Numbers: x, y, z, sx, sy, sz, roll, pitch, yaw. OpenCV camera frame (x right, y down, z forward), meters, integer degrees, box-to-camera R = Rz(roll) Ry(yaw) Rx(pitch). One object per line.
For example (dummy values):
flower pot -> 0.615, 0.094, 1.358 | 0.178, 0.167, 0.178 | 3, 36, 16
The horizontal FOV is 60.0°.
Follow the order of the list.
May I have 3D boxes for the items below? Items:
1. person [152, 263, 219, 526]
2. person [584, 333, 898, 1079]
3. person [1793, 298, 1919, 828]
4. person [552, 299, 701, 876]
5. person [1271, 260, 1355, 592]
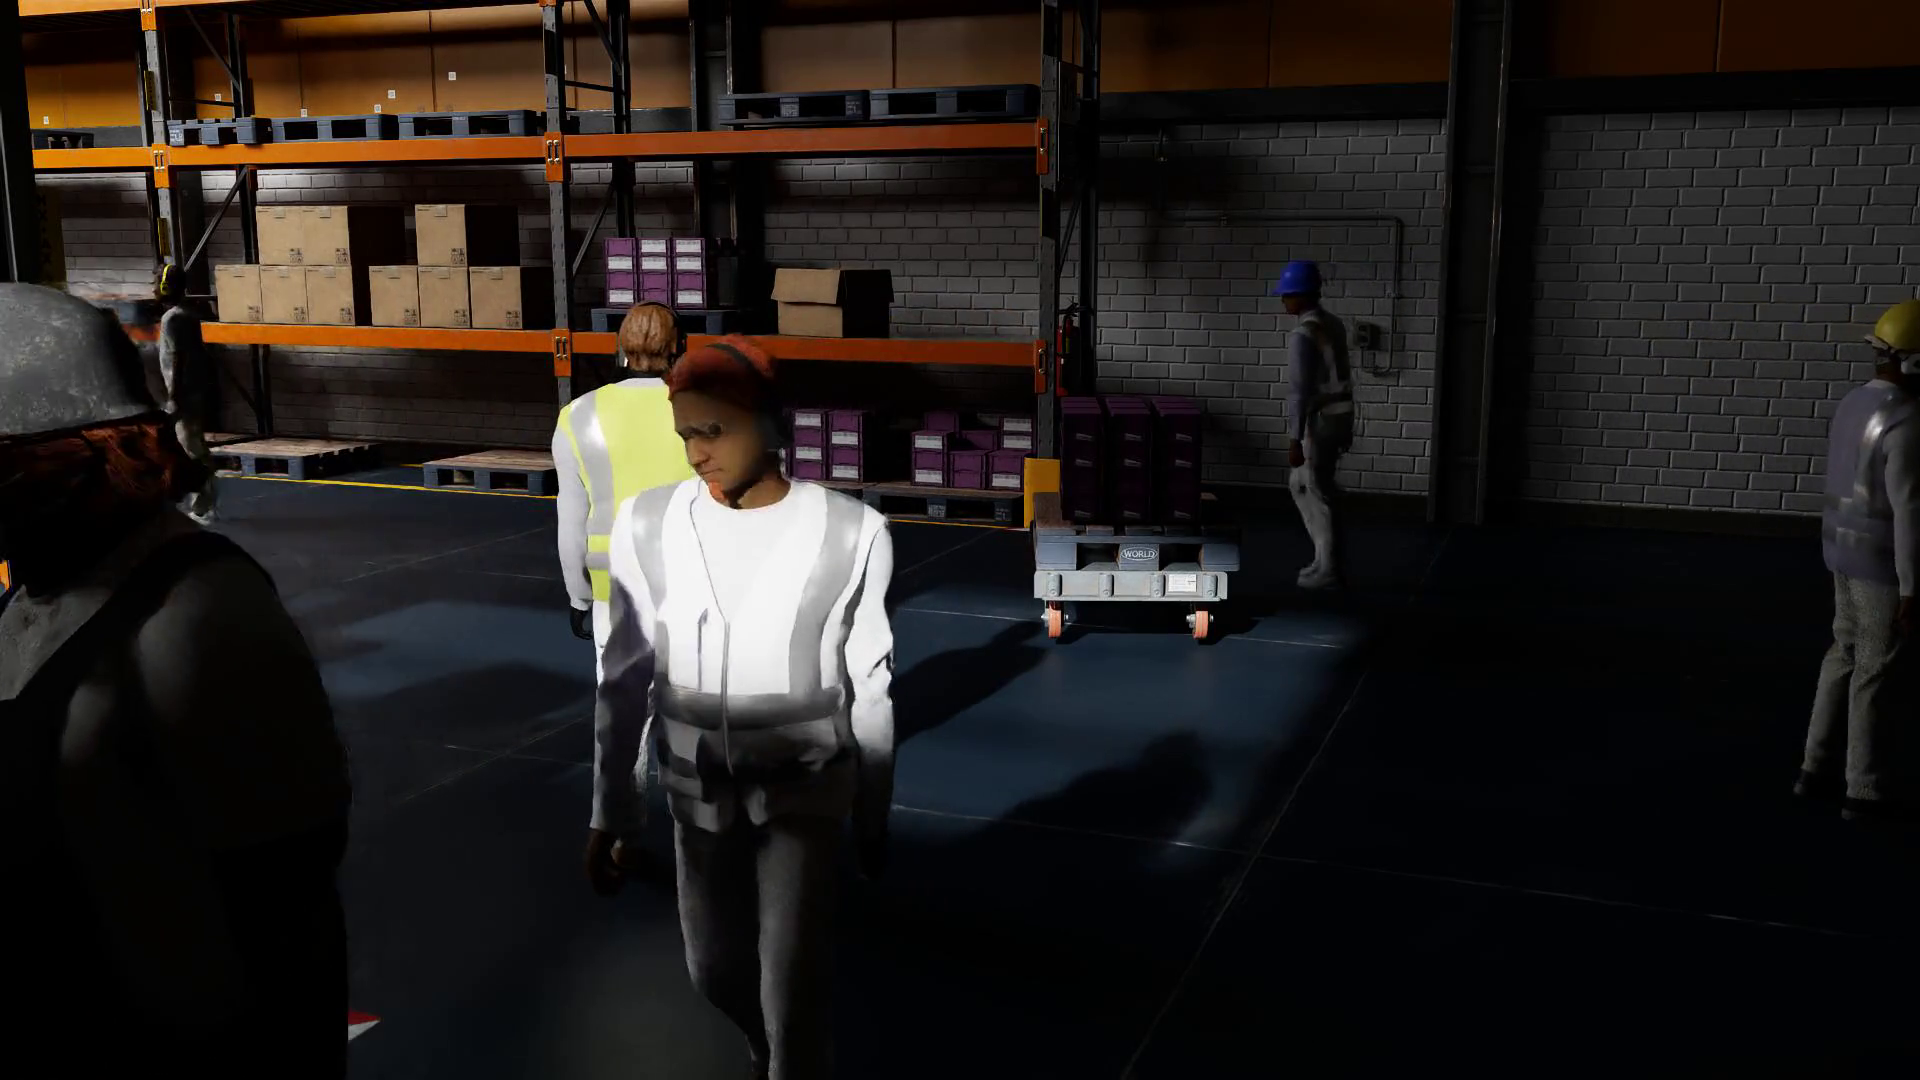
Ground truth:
person -> -5.525, -1.019, 11.814 | 0.327, 1.871, 0.514 | -1, 10, -6
person -> -0.396, 0.502, 3.384 | 0.584, 1.860, 0.832 | 3, 10, 14
person -> 3.240, 0.076, 5.820 | 0.404, 1.831, 0.601 | 1, 10, 7
person -> -0.958, 0.162, 5.315 | 0.626, 1.844, 0.429 | -2, 10, -10
person -> 2.050, -0.650, 9.641 | 0.548, 1.912, 0.616 | 6, 12, 29
